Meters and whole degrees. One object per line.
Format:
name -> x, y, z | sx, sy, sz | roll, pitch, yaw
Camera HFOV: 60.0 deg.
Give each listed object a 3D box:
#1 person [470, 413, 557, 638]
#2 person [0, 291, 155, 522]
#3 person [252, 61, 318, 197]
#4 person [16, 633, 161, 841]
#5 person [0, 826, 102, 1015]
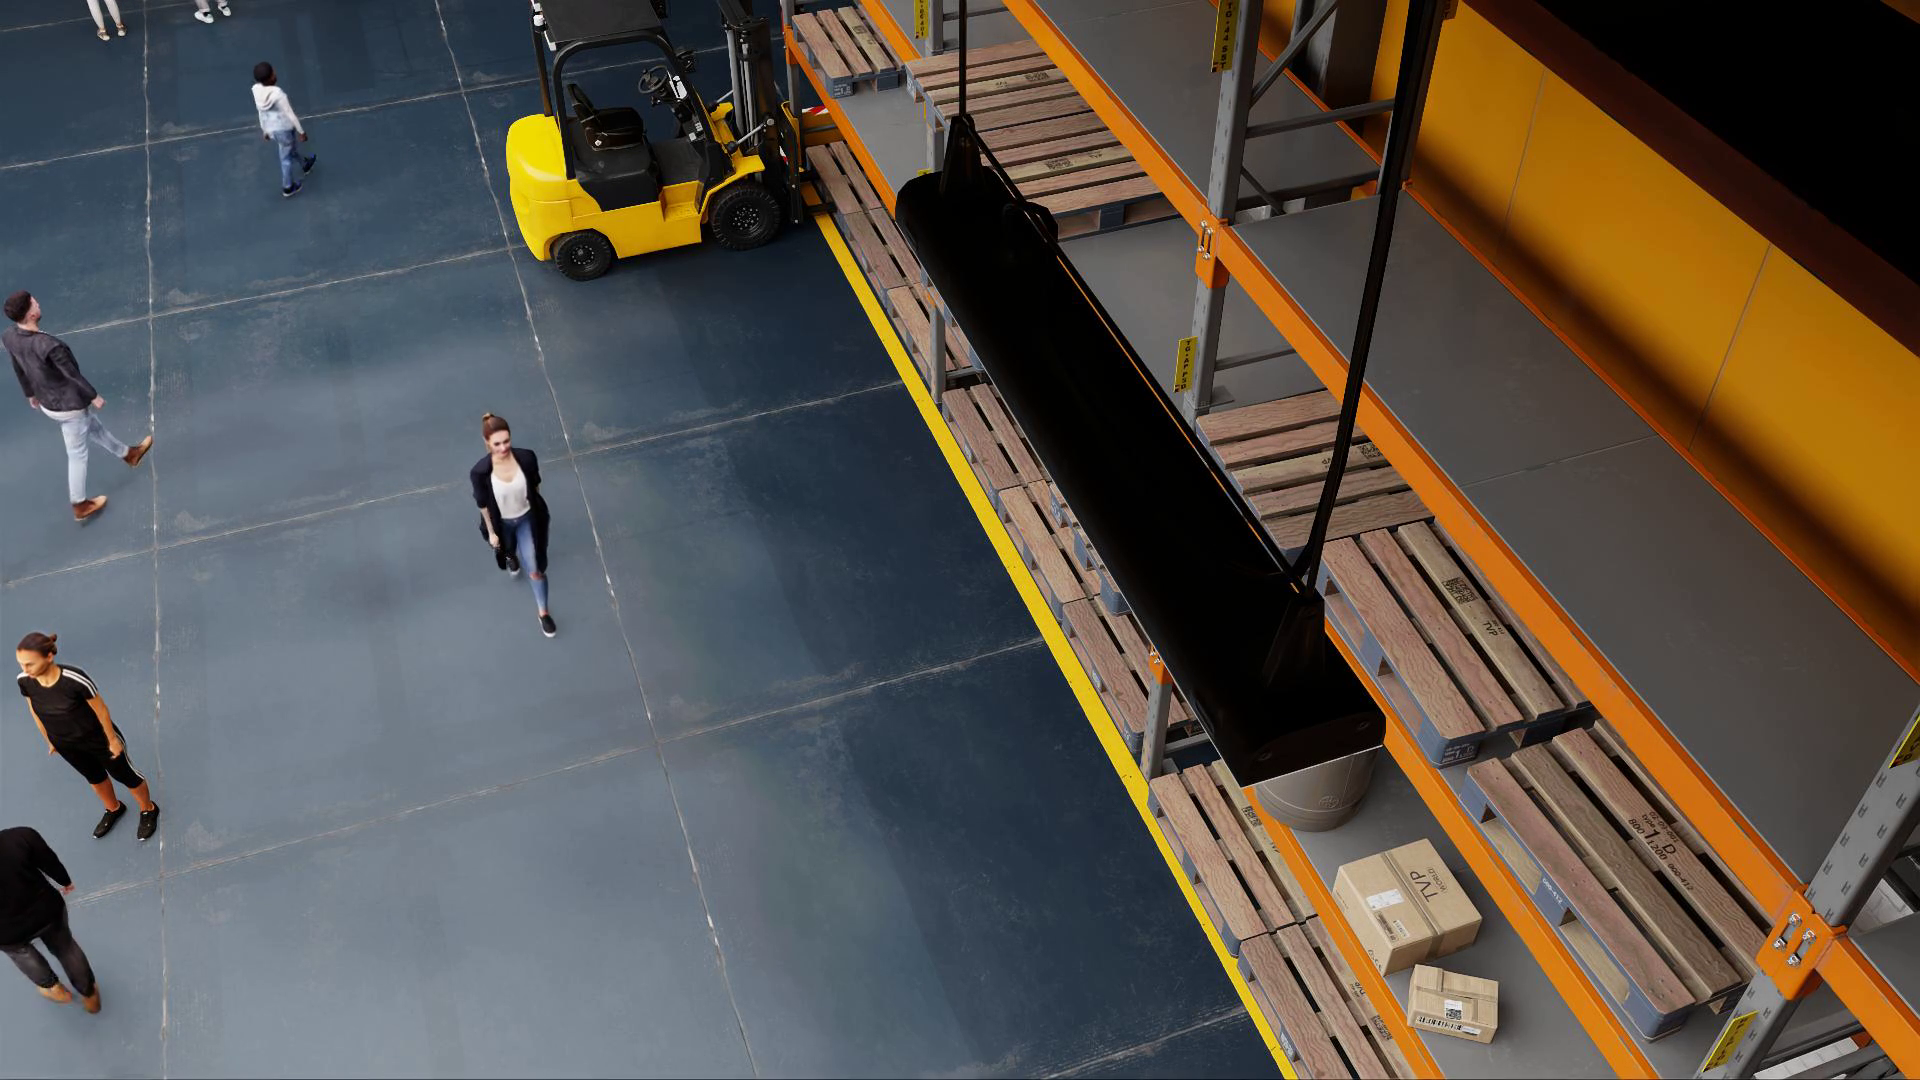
person -> -2.981, -0.177, 11.003 | 0.631, 1.656, 1.092 | -16, 46, -16
person -> -6.329, -0.897, 11.656 | 1.119, 1.797, 1.181 | 18, 47, 18
person -> -6.168, -3.681, 14.984 | 0.795, 1.238, 0.862 | 17, 46, 17
person -> -5.065, 1.125, 9.627 | 0.648, 1.669, 0.631 | 3, 44, 3
person -> -4.877, 1.982, 8.696 | 0.797, 1.712, 0.788 | 34, 53, 31
